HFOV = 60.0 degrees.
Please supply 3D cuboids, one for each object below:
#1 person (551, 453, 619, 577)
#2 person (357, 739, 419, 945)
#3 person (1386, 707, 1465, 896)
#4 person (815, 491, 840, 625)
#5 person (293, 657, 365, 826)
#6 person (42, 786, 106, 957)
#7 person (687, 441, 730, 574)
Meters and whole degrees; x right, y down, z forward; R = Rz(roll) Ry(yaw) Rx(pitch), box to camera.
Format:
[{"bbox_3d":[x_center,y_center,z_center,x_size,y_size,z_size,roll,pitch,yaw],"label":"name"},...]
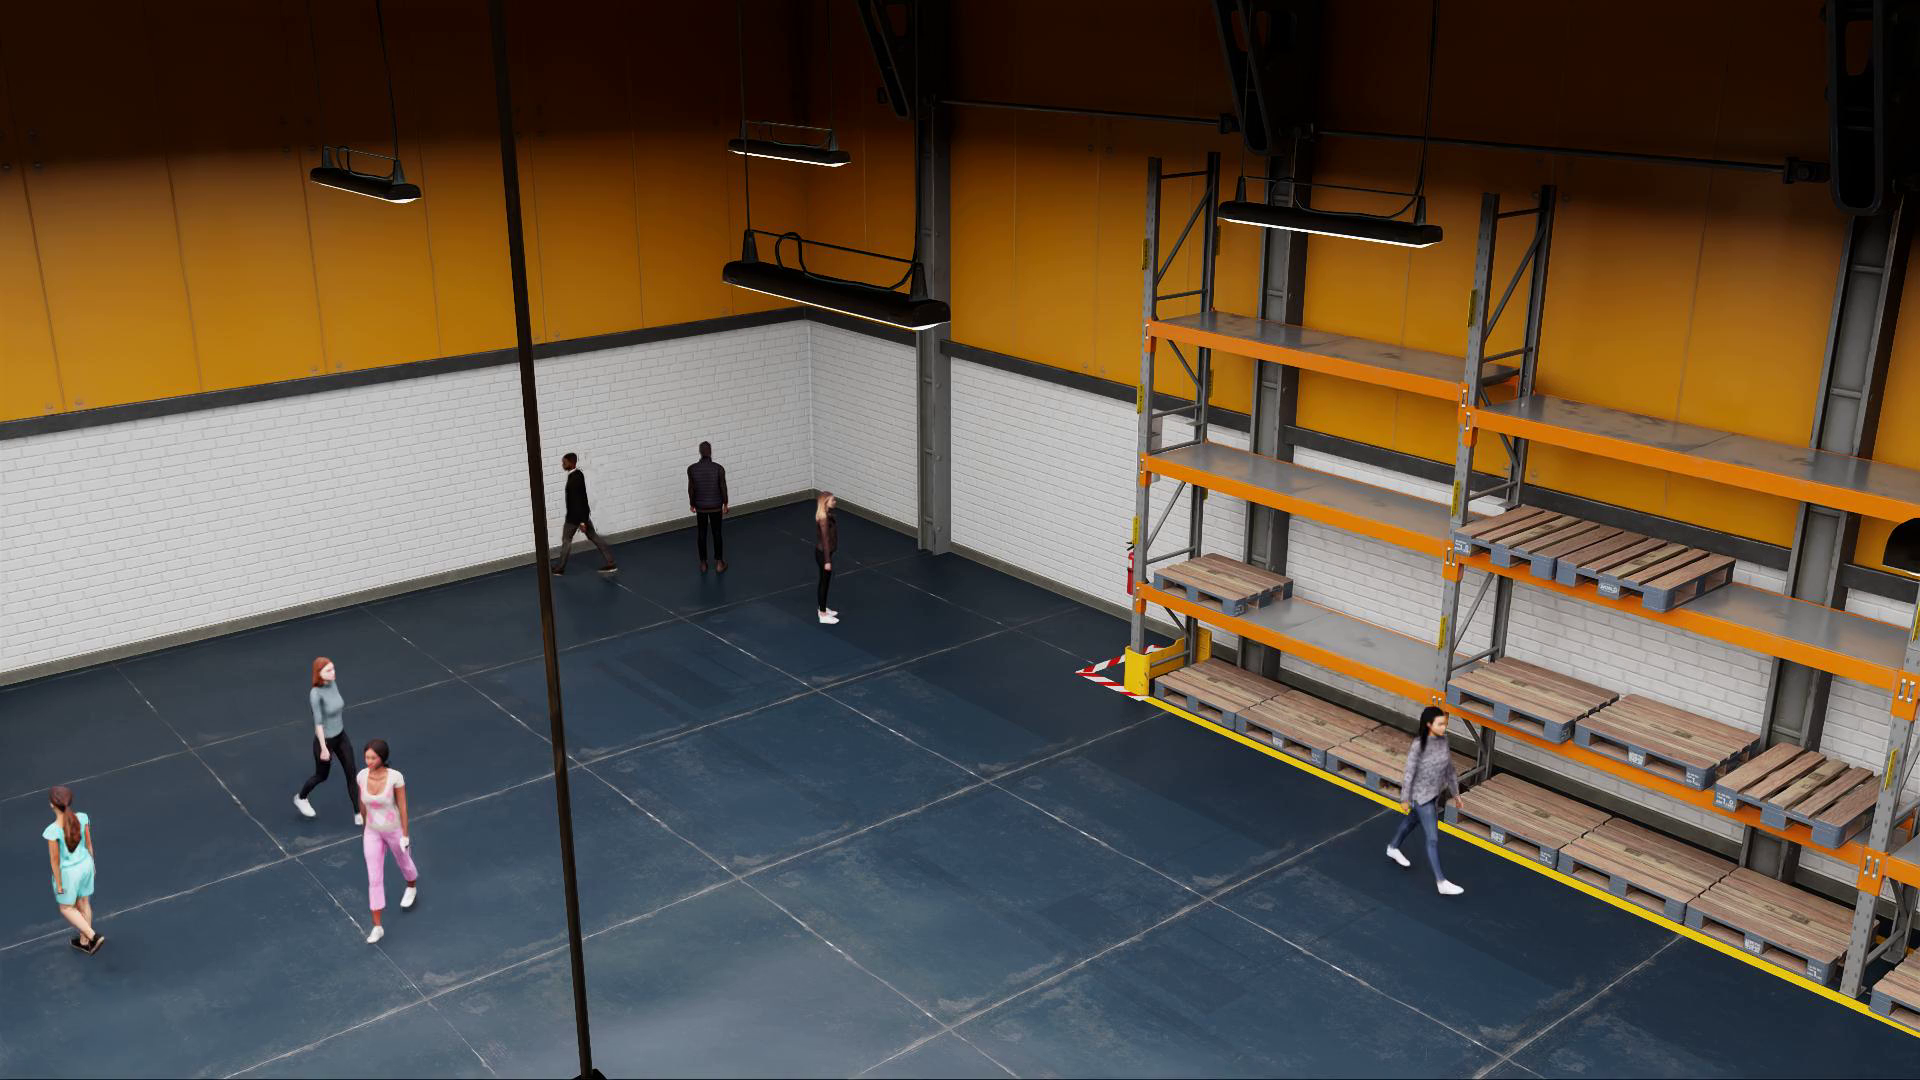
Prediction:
[{"bbox_3d":[-5.049,-0.300,22.429,1.265,1.742,1.239,1,19,3],"label":"person"},{"bbox_3d":[-4.864,2.488,14.229,1.088,1.692,1.179,1,19,3],"label":"person"},{"bbox_3d":[4.106,2.264,14.913,0.689,1.680,1.187,-13,23,-34],"label":"person"},{"bbox_3d":[-1.711,0.199,21.008,0.733,1.703,0.635,-1,19,-4],"label":"person"},{"bbox_3d":[-6.064,1.936,15.839,1.206,1.710,1.043,5,19,13],"label":"person"},{"bbox_3d":[-7.261,2.745,13.691,0.867,1.547,0.692,11,22,30],"label":"person"},{"bbox_3d":[-3.443,-0.461,22.754,0.766,1.839,0.820,1,19,4],"label":"person"}]
